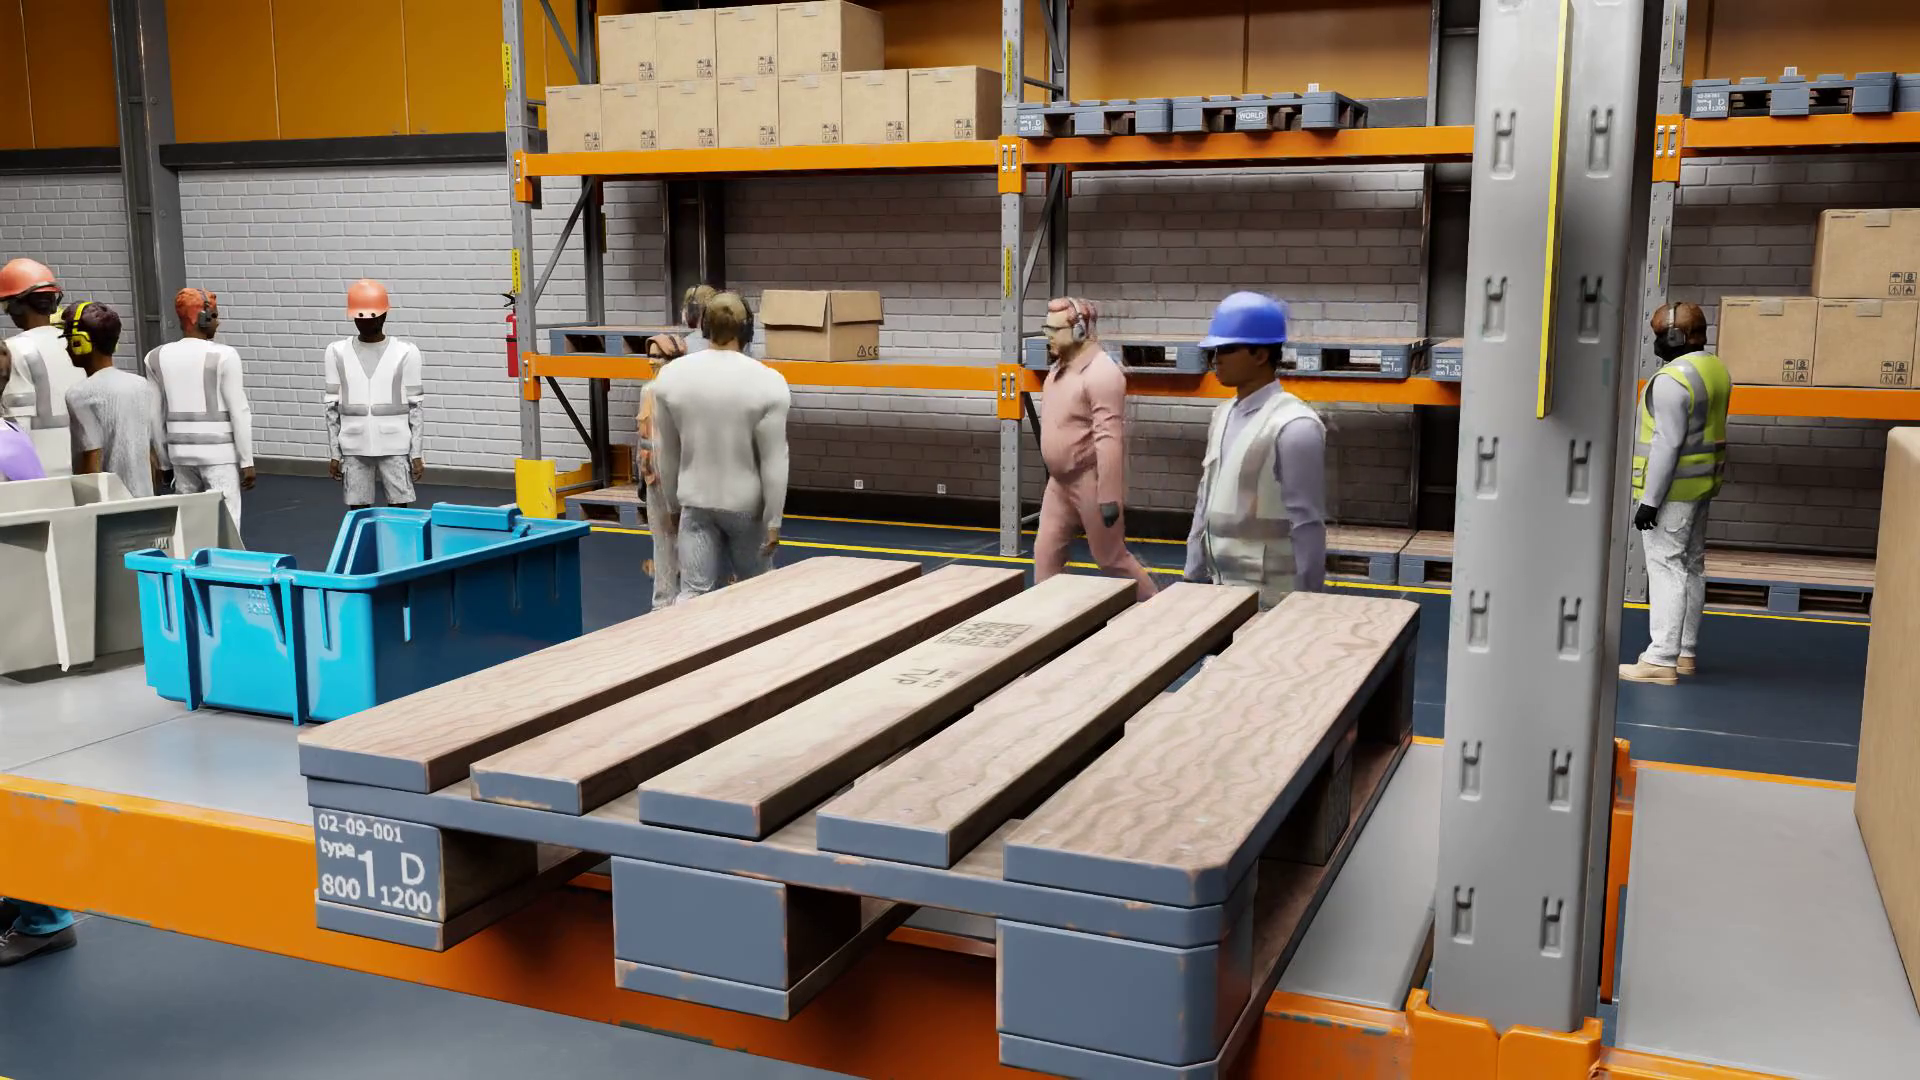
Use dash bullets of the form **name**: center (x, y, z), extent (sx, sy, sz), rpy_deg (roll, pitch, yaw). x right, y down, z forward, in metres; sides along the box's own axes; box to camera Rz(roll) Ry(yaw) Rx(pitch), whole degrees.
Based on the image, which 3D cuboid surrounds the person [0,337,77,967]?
- **person**: center (-2.782, 0.302, 4.836), extent (0.389, 1.850, 0.567), rpy_deg (-6, 11, -32)

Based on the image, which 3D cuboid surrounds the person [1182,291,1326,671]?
- **person**: center (0.875, 0.152, 5.505), extent (0.735, 1.918, 0.632), rpy_deg (-2, 10, -12)

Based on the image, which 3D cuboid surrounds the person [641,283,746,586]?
- **person**: center (-1.580, -0.639, 10.348), extent (0.968, 1.887, 0.638), rpy_deg (4, 10, 24)

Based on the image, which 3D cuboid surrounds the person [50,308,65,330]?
- **person**: center (-5.625, -0.586, 10.448), extent (0.459, 1.746, 0.545), rpy_deg (6, 11, 34)

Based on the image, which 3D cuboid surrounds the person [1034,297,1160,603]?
- **person**: center (0.696, -0.302, 8.437), extent (0.920, 1.862, 0.663), rpy_deg (-4, 10, -25)

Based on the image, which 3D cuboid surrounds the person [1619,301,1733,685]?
- **person**: center (3.430, -0.223, 8.022), extent (0.429, 1.838, 0.622), rpy_deg (9, 13, 43)

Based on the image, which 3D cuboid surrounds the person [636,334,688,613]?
- **person**: center (-1.579, -0.309, 9.124), extent (0.514, 1.641, 0.309), rpy_deg (7, 12, 37)

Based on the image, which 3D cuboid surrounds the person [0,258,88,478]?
- **person**: center (-4.491, -0.352, 8.181), extent (0.395, 2.038, 0.614), rpy_deg (2, 10, 11)

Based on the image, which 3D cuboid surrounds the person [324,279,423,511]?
- **person**: center (-3.350, -0.523, 9.540), extent (0.542, 1.930, 0.367), rpy_deg (-2, 10, -11)

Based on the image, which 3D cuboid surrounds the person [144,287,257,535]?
- **person**: center (-4.161, -0.440, 9.176), extent (0.572, 1.886, 0.355), rpy_deg (2, 10, 9)

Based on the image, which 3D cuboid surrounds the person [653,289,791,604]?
- **person**: center (-1.050, -0.134, 7.280), extent (0.634, 1.915, 0.894), rpy_deg (1, 10, 8)

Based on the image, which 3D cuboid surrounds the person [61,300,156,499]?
- **person**: center (-3.552, -0.065, 6.987), extent (0.310, 1.865, 0.532), rpy_deg (1, 10, 6)
